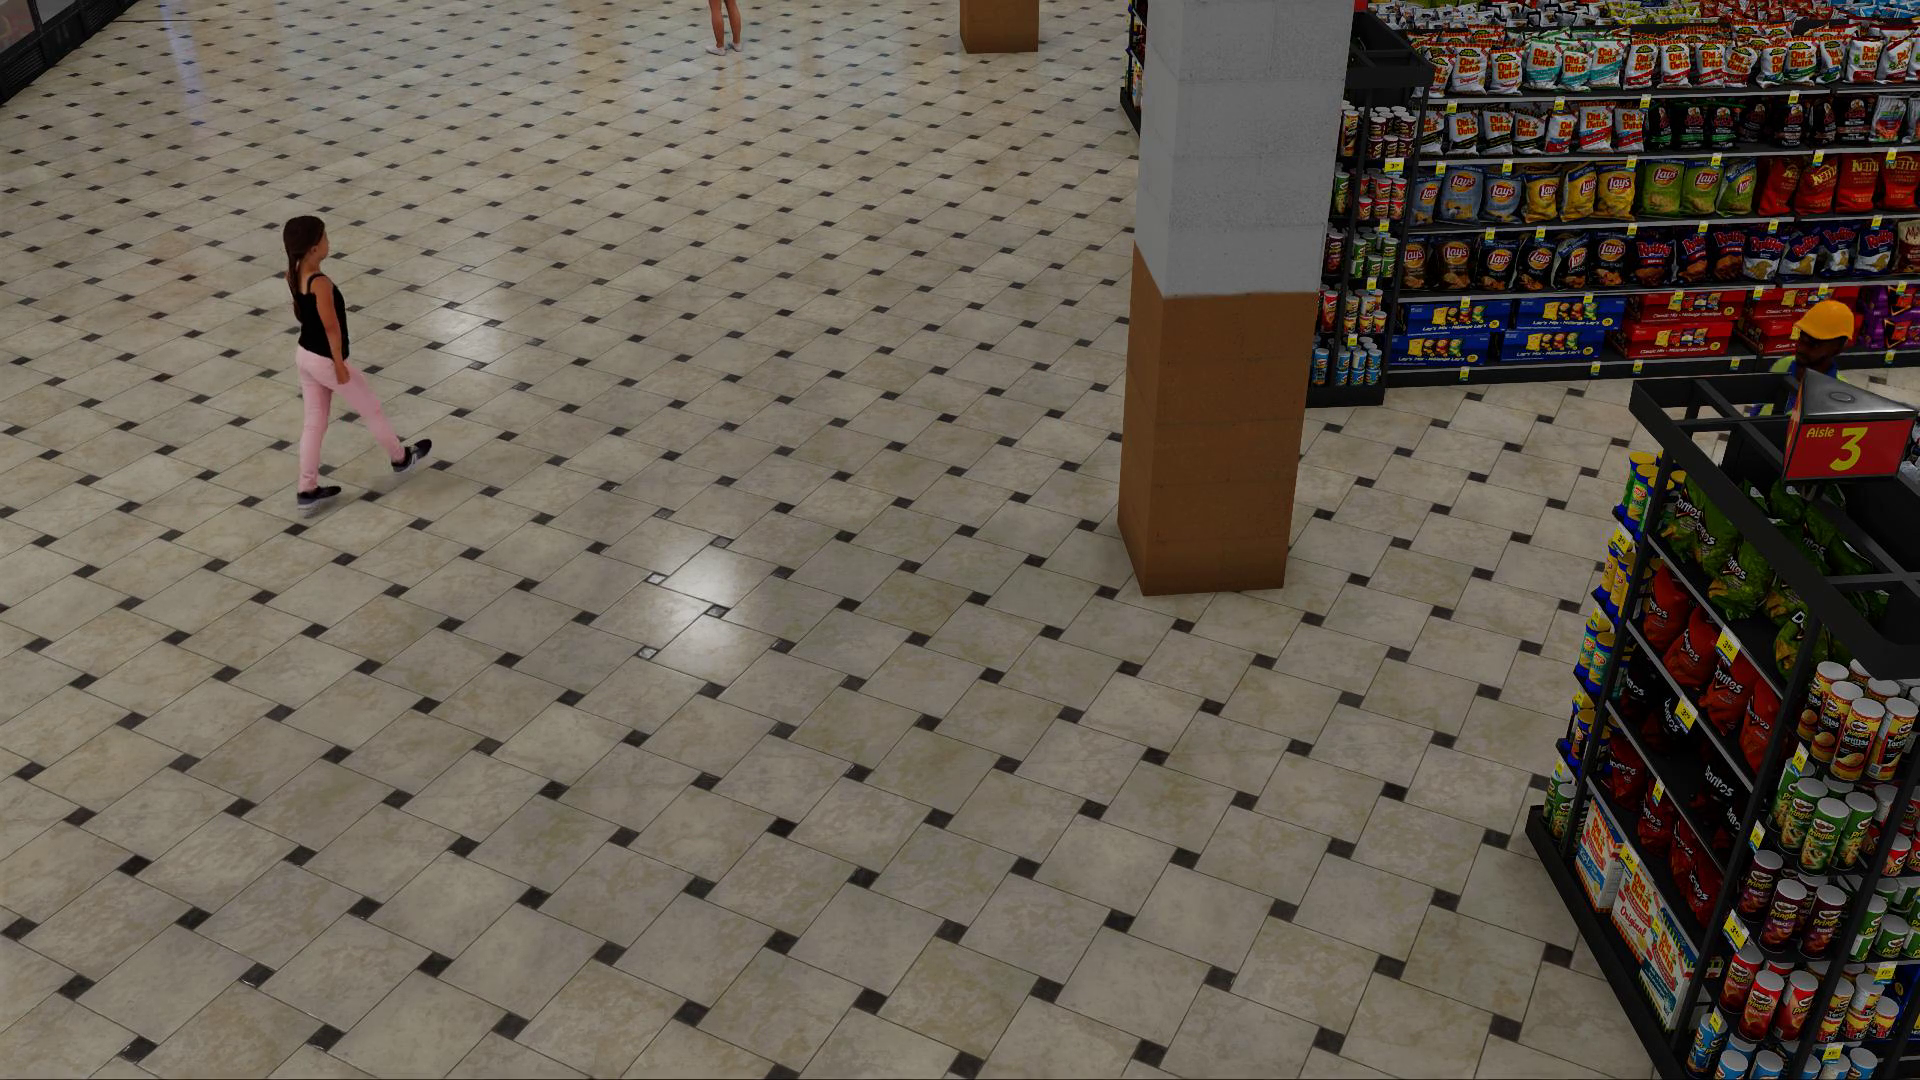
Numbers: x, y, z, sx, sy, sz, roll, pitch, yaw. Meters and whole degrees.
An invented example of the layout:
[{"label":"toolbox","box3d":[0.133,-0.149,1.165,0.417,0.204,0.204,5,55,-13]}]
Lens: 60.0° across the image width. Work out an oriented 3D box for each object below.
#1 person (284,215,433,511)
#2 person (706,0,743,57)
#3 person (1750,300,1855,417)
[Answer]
[{"label":"person","box3d":[-3.261,-0.859,8.417,0.996,1.522,1.007,21,37,30]},{"label":"person","box3d":[-2.271,-5.405,15.619,0.686,1.630,0.777,-26,40,-35]},{"label":"person","box3d":[3.512,-0.195,7.078,0.783,1.807,0.761,-10,33,-15]}]
